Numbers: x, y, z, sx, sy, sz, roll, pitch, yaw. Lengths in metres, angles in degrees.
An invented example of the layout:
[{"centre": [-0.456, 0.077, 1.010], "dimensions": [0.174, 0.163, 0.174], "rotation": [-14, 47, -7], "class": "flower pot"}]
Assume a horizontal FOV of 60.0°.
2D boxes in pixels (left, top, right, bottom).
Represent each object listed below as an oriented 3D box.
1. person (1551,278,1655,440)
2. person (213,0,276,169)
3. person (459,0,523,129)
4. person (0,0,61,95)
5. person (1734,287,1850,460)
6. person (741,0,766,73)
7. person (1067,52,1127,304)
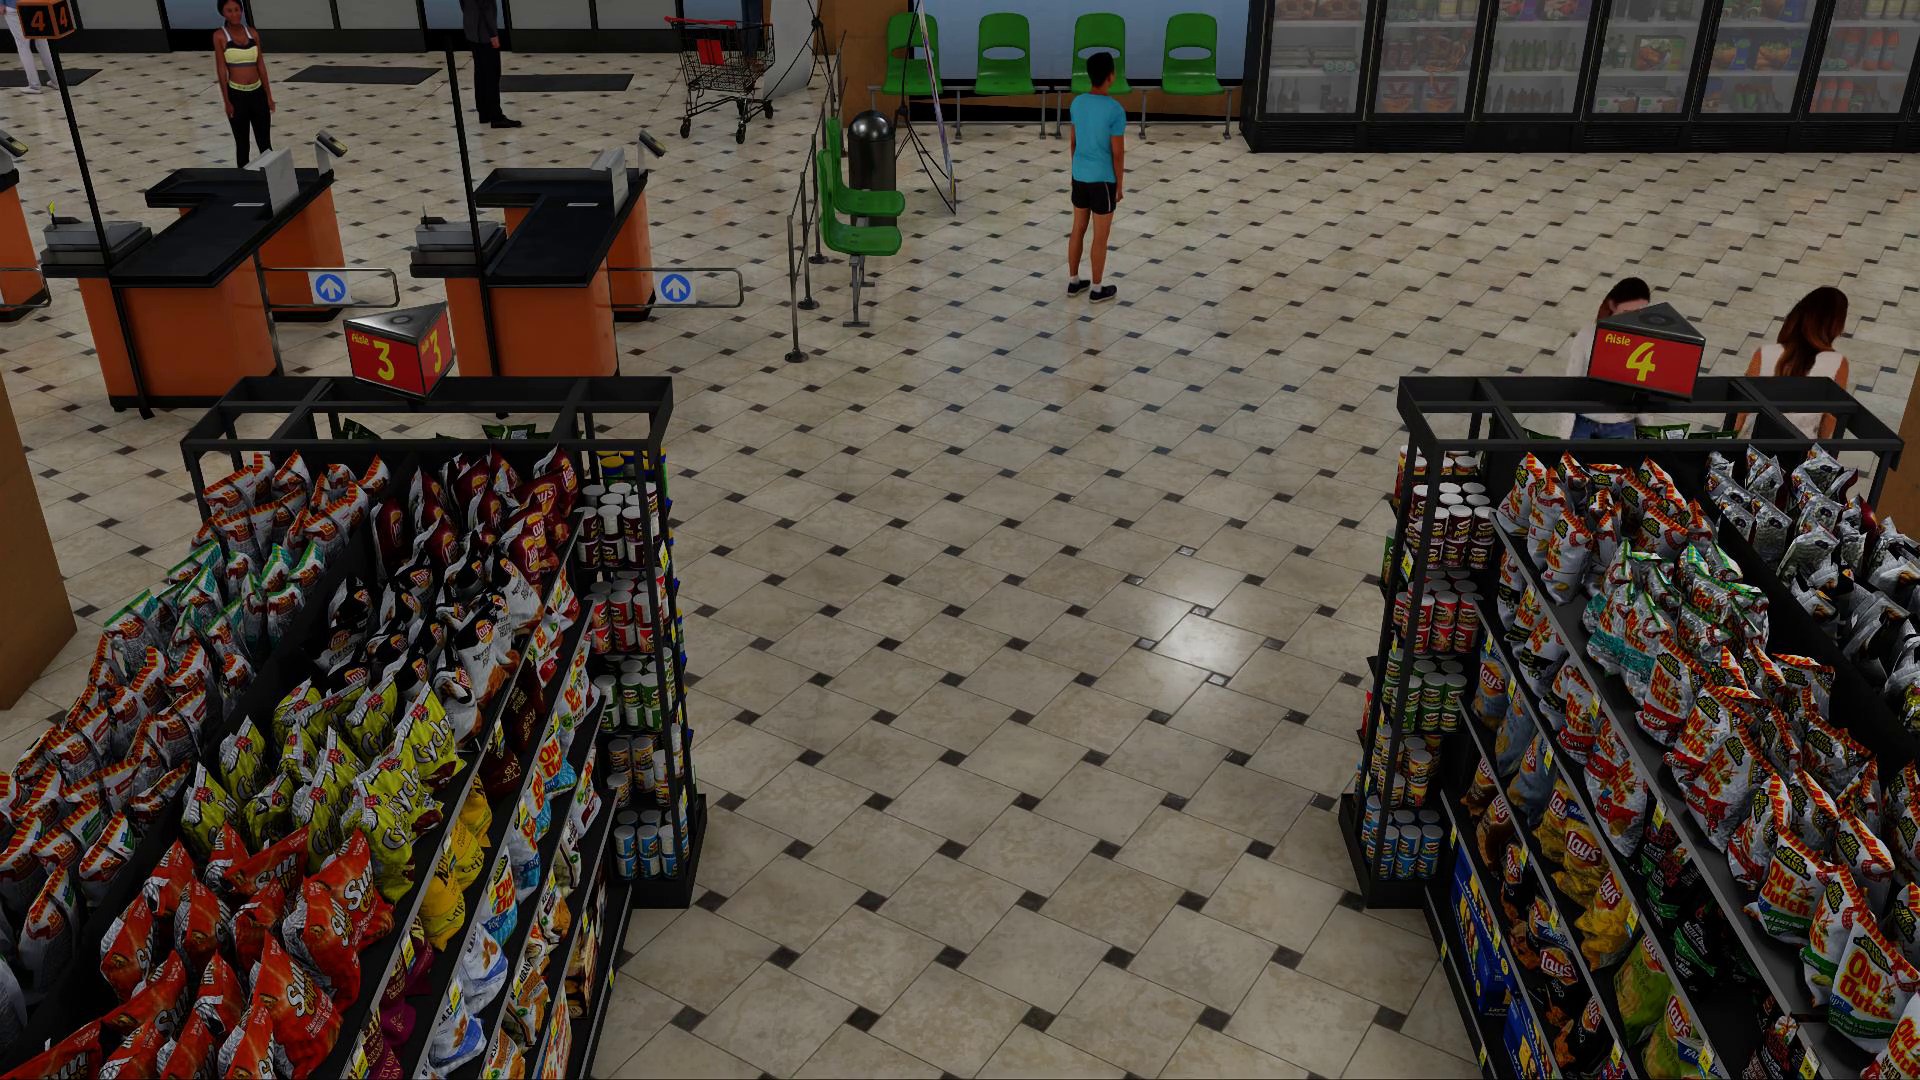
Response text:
[{"centre": [3.193, -0.552, 8.348], "dimensions": [0.906, 1.639, 1.173], "rotation": [9, 30, 16], "class": "person"}, {"centre": [-6.005, -3.700, 13.994], "dimensions": [0.640, 1.754, 0.689], "rotation": [-23, 36, -35], "class": "person"}, {"centre": [-4.666, -4.990, 16.265], "dimensions": [0.871, 1.842, 0.777], "rotation": [-21, 35, -33], "class": "person"}, {"centre": [-9.862, -5.657, 17.439], "dimensions": [0.799, 1.888, 0.678], "rotation": [16, 32, 27], "class": "person"}, {"centre": [3.767, -0.278, 7.736], "dimensions": [0.895, 1.746, 1.048], "rotation": [16, 32, 27], "class": "person"}, {"centre": [-2.326, -6.102, 18.354], "dimensions": [0.729, 1.792, 0.618], "rotation": [-15, 32, -26], "class": "person"}, {"centre": [0.956, -2.594, 11.949], "dimensions": [0.682, 1.773, 0.712], "rotation": [20, 34, 32], "class": "person"}]
